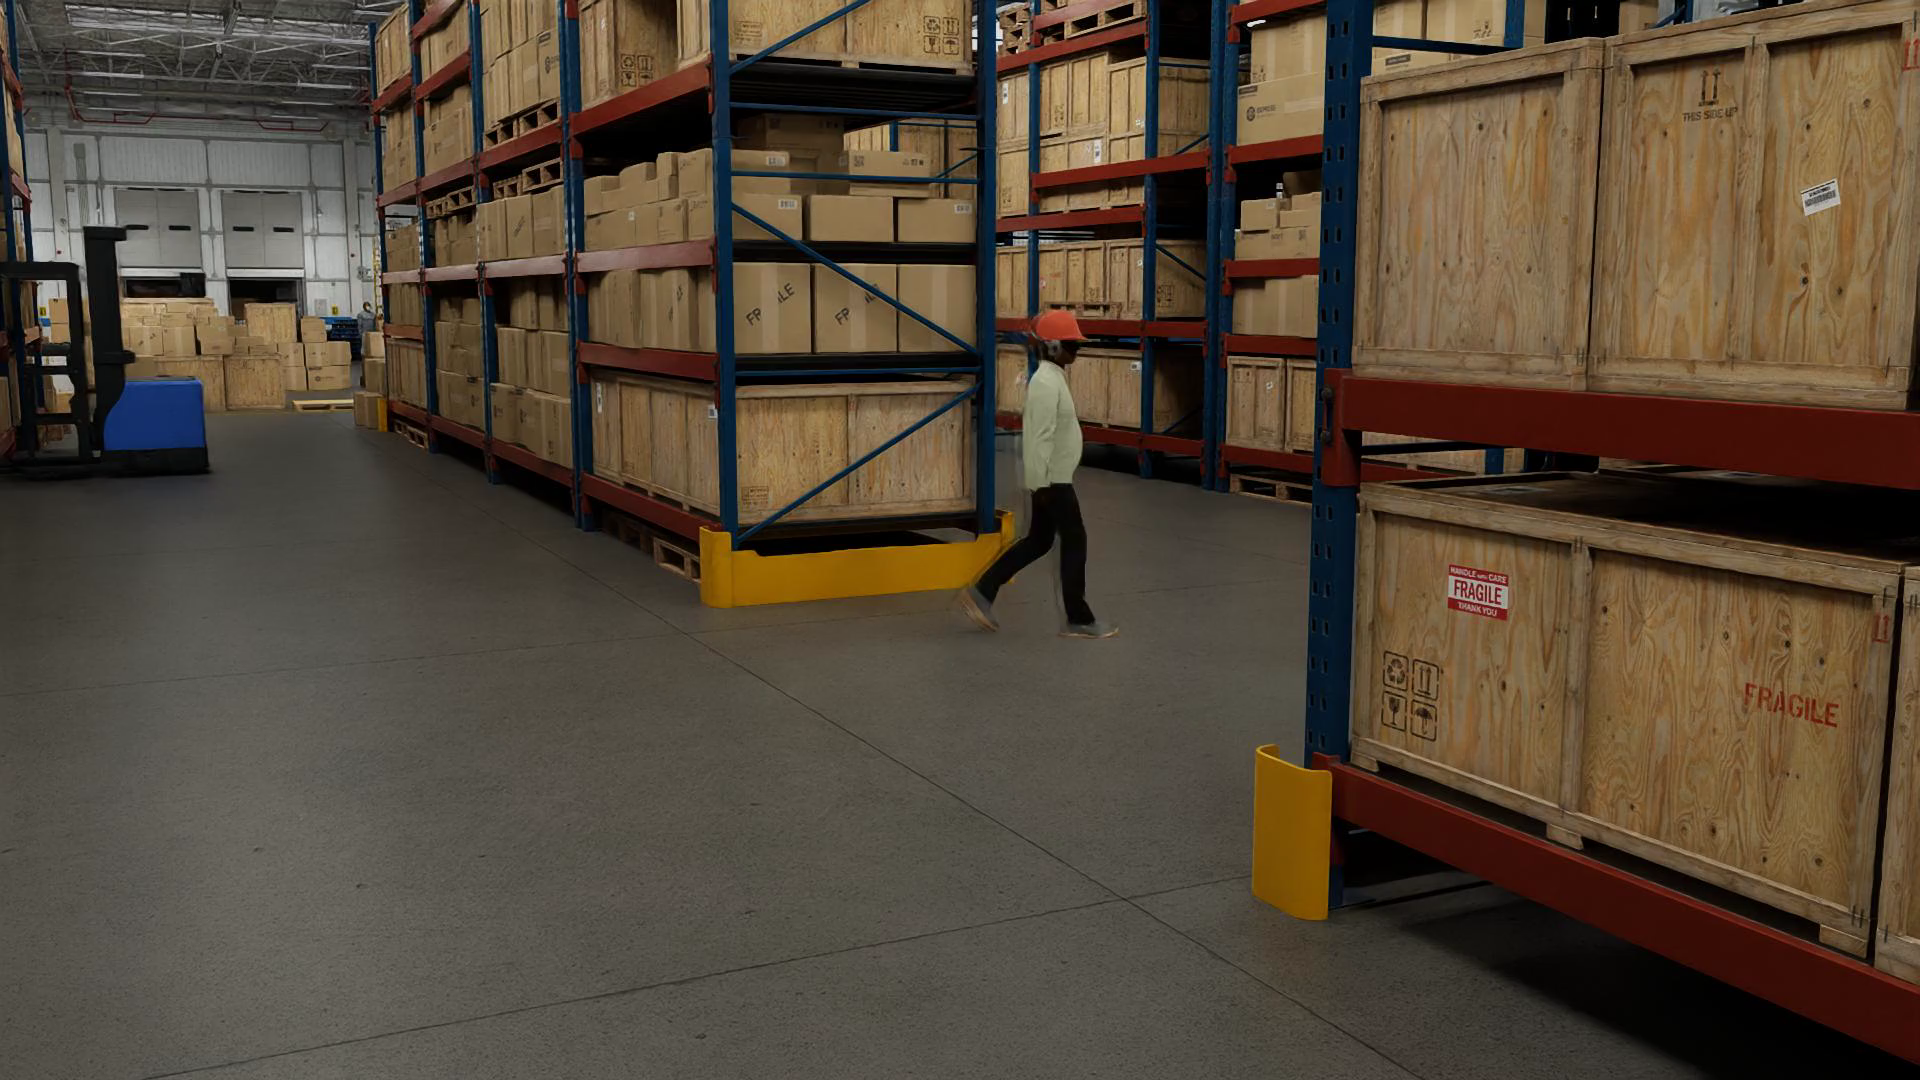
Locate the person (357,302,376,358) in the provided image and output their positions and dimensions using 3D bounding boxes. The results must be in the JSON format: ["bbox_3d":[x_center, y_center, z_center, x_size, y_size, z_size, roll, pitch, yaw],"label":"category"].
[{"bbox_3d":[-17.954,-6.251,50.426,0.373,1.940,0.629,6,10,37],"label":"person"}]

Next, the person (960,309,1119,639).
[{"bbox_3d":[0.460,-0.385,9.883,0.902,1.969,0.617,0,8,3],"label":"person"}]

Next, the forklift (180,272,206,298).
[{"bbox_3d":[-23.404,-6.797,50.961,1.873,2.768,1.129,1,8,5],"label":"forklift"}]

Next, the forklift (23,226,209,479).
[{"bbox_3d":[-9.732,-2.169,19.042,1.873,2.768,1.129,-4,9,-26],"label":"forklift"}]

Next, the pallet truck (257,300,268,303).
[{"bbox_3d":[-23.913,-7.404,58.171,1.885,1.965,0.823,-1,8,-9],"label":"pallet truck"}]
